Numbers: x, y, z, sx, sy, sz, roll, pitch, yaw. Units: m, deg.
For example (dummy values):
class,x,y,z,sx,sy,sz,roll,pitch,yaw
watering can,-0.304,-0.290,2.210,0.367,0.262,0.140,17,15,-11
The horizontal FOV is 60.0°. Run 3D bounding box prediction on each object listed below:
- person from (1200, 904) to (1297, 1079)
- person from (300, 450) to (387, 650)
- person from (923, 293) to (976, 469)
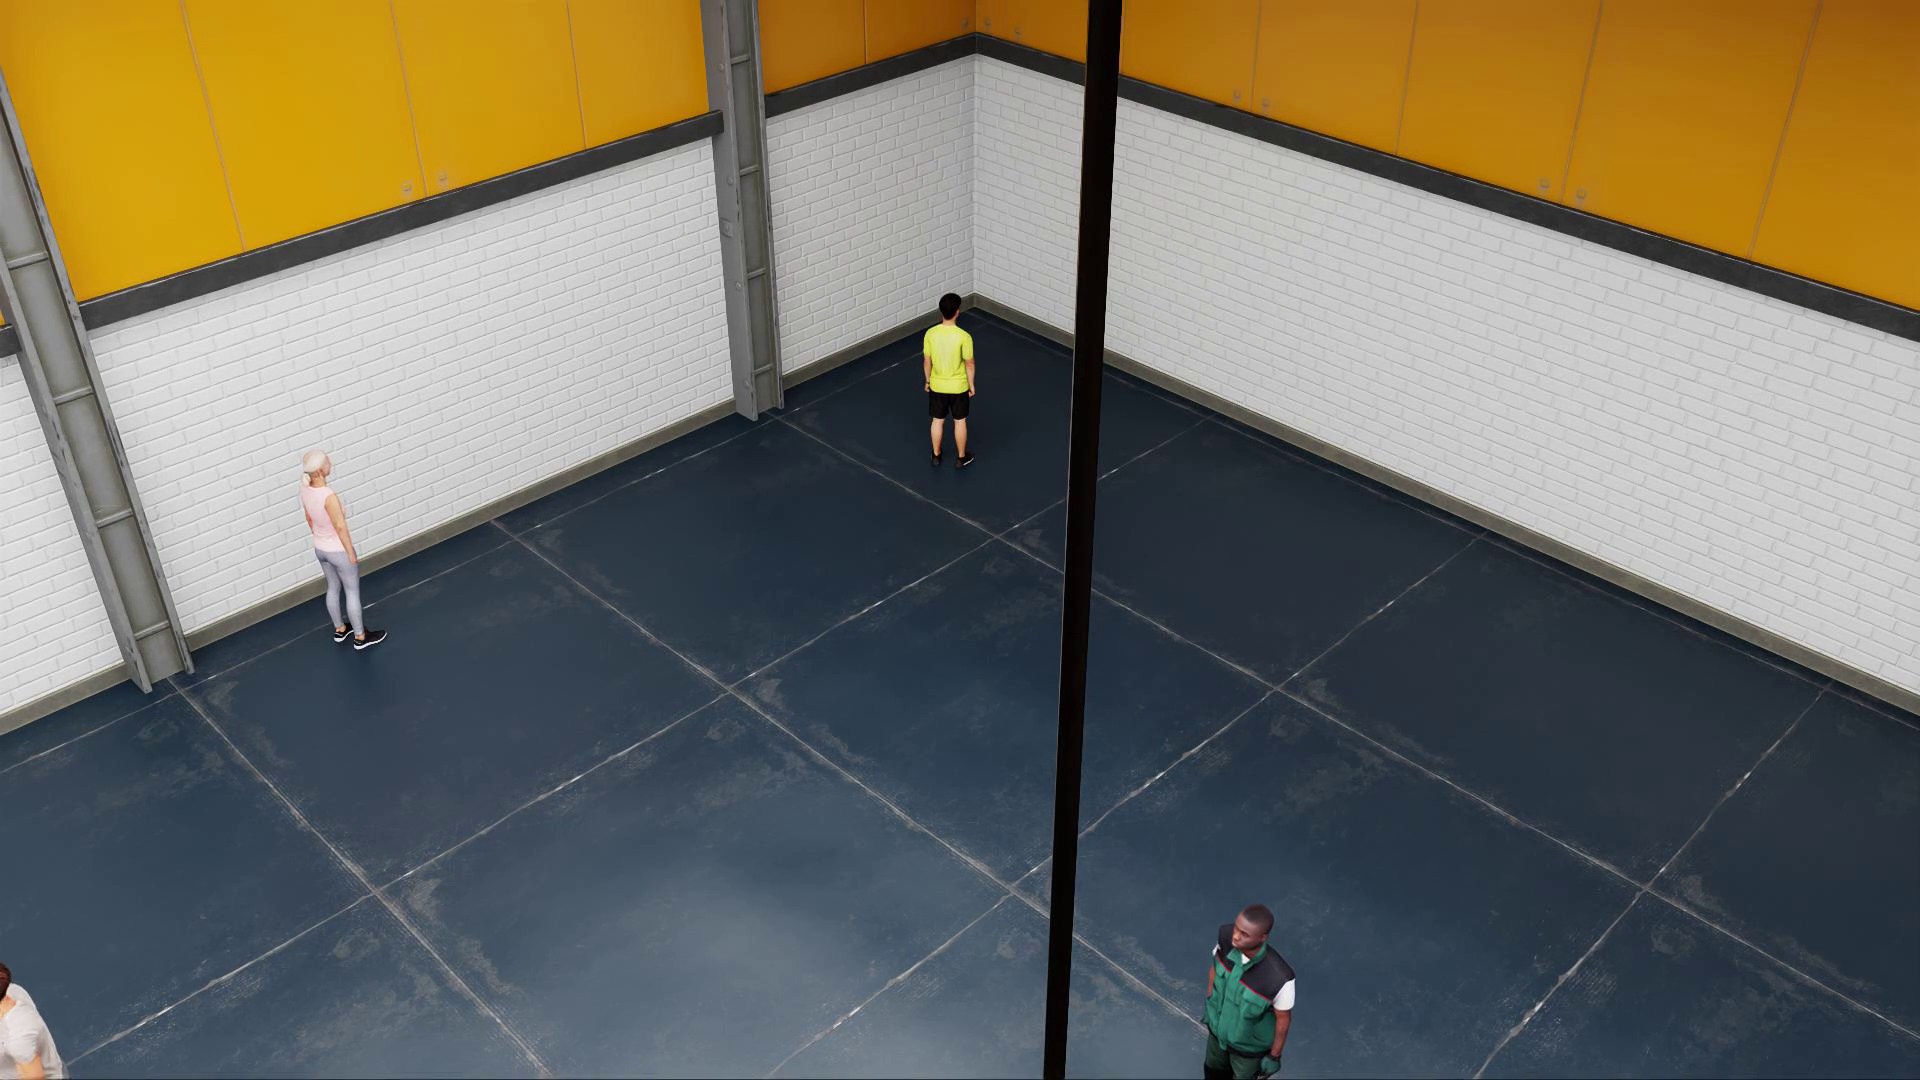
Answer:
class,x,y,z,sx,sy,sz,roll,pitch,yaw
person,1.517,2.632,8.936,0.623,1.839,0.711,-24,40,-31
person,-4.861,0.063,12.905,0.597,1.724,0.564,19,38,26
person,-0.099,-1.450,15.197,0.701,1.708,0.695,8,35,12
